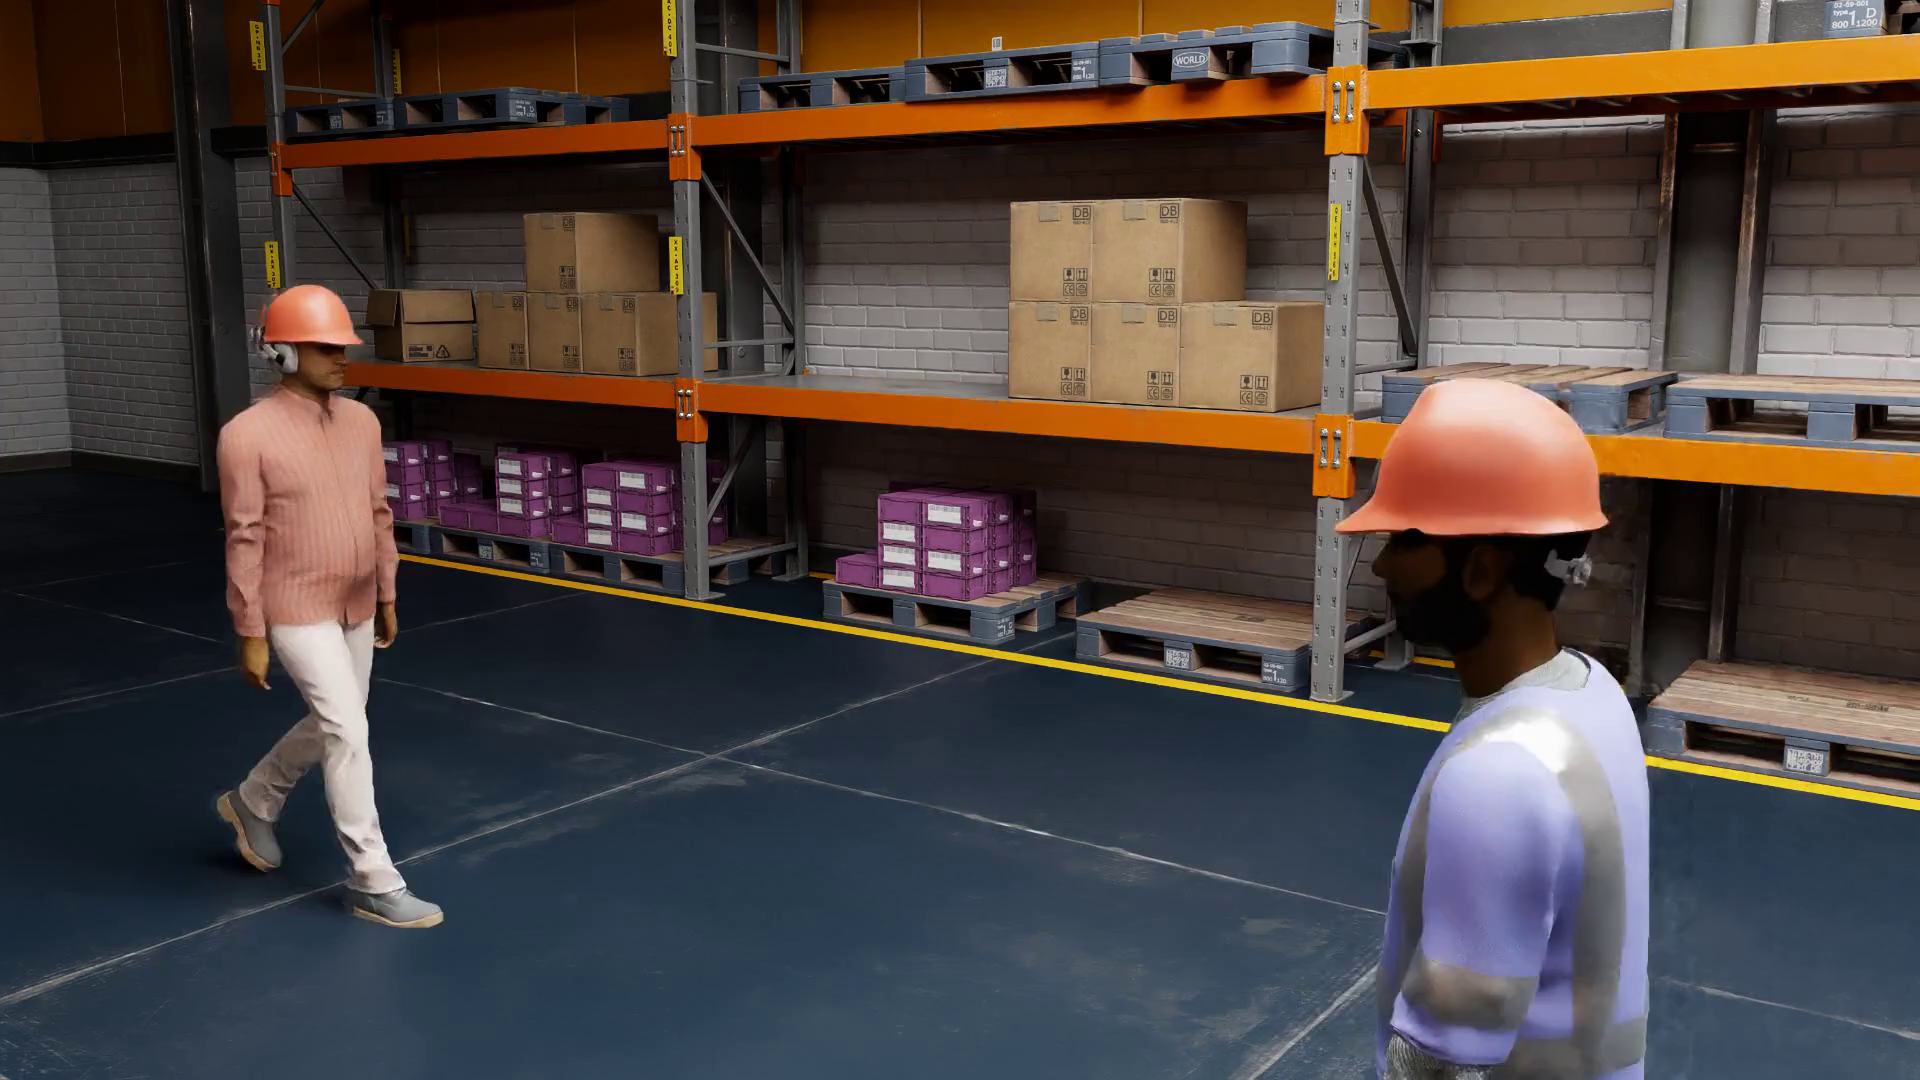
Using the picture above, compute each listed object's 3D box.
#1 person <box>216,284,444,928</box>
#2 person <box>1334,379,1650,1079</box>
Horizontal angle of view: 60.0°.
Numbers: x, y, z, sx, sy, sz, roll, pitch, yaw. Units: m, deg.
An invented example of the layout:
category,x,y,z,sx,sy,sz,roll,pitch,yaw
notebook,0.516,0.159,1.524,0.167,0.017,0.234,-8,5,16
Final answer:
category,x,y,z,sx,sy,sz,roll,pitch,yaw
person,-2.032,0.188,5.187,0.961,1.964,0.625,4,10,21
person,0.611,0.750,2.042,0.984,1.883,0.565,4,10,24
